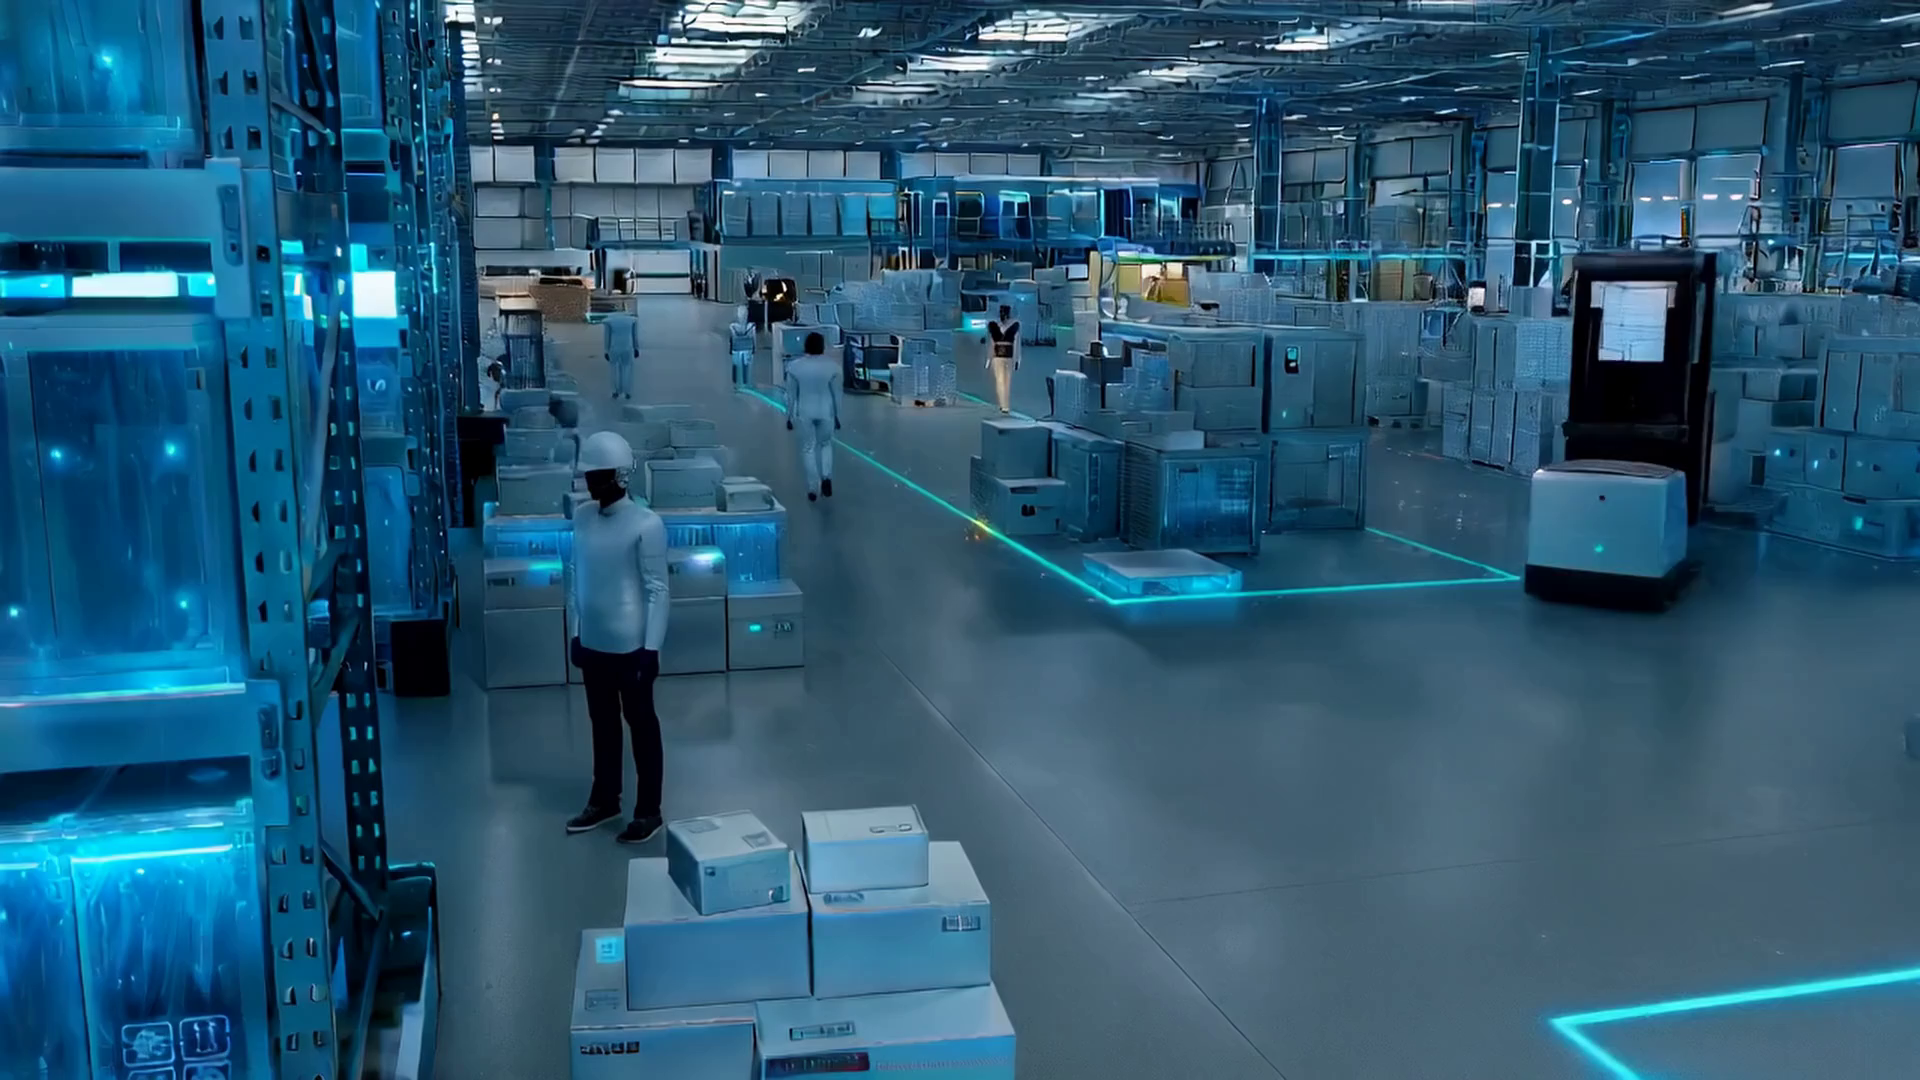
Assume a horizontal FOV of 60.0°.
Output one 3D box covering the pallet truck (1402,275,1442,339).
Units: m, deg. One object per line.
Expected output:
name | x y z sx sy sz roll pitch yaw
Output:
pallet truck | 14.620 -7.324 52.145 0.823 1.965 1.885 8 13 40

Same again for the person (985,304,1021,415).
person | 0.750 -3.130 28.721 0.598 1.887 0.946 2 10 9

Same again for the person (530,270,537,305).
person | -19.815 -11.680 77.465 0.311 1.769 0.522 -9 13 -41

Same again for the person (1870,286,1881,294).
person | 23.235 -5.540 42.438 0.946 1.839 0.606 9 13 41

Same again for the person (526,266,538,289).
person | -21.486 -12.795 83.473 0.581 1.880 0.479 0 10 -3

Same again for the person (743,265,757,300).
person | -9.586 -11.603 76.251 0.536 2.000 0.684 -10 14 -43

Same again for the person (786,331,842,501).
person | -1.656 -1.399 18.816 0.630 1.925 0.434 -2 10 -10

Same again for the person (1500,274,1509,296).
person | 23.386 -10.583 71.476 0.323 1.688 0.532 -2 10 -9

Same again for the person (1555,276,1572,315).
person | 18.419 -7.079 50.802 0.630 1.977 0.714 -3 10 -15

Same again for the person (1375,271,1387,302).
person | 19.879 -11.781 78.158 0.887 1.727 0.532 8 13 38

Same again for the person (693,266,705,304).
person | -13.025 -12.743 83.088 0.583 1.907 0.464 -3 11 -19

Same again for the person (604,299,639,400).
person | -6.372 -3.582 31.284 0.669 1.873 0.813 -3 11 -18

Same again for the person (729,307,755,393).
person | -4.284 -3.744 32.734 0.529 1.692 0.321 -3 10 -15

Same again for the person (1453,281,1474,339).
person | 15.542 -7.124 51.558 0.824 1.806 0.638 -9 14 -43

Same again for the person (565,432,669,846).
person | -1.664 0.469 8.022 0.612 1.995 0.378 7 12 33

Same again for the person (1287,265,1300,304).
person | 16.757 -12.832 83.571 0.611 1.920 0.864 1 10 4

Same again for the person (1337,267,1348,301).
person | 17.856 -11.808 77.767 0.587 1.916 0.392 1 10 6

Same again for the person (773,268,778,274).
person | -7.927 -10.738 71.633 0.545 1.943 0.347 -4 11 -22

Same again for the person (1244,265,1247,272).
person | 13.507 -12.032 78.810 0.381 1.994 0.615 0 10 0

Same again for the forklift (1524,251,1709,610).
forklift | 5.486 -0.972 13.675 1.129 2.768 1.873 7 12 33

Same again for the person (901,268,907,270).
person | -2.174 -9.568 64.728 0.609 2.043 0.392 8 13 40

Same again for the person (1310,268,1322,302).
person | 16.998 -12.039 79.304 0.622 1.839 0.429 -4 11 -23

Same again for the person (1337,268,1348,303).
person | 17.797 -11.630 76.859 0.999 1.881 0.574 -2 10 -9

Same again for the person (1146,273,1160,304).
person | 7.283 -9.158 62.932 0.565 1.850 0.602 -6 12 -32

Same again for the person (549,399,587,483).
person | -3.200 -0.353 13.700 0.414 1.623 0.533 -1 10 -7

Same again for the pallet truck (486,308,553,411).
pallet truck | -6.242 -2.418 24.362 0.823 1.965 1.885 1 10 3
